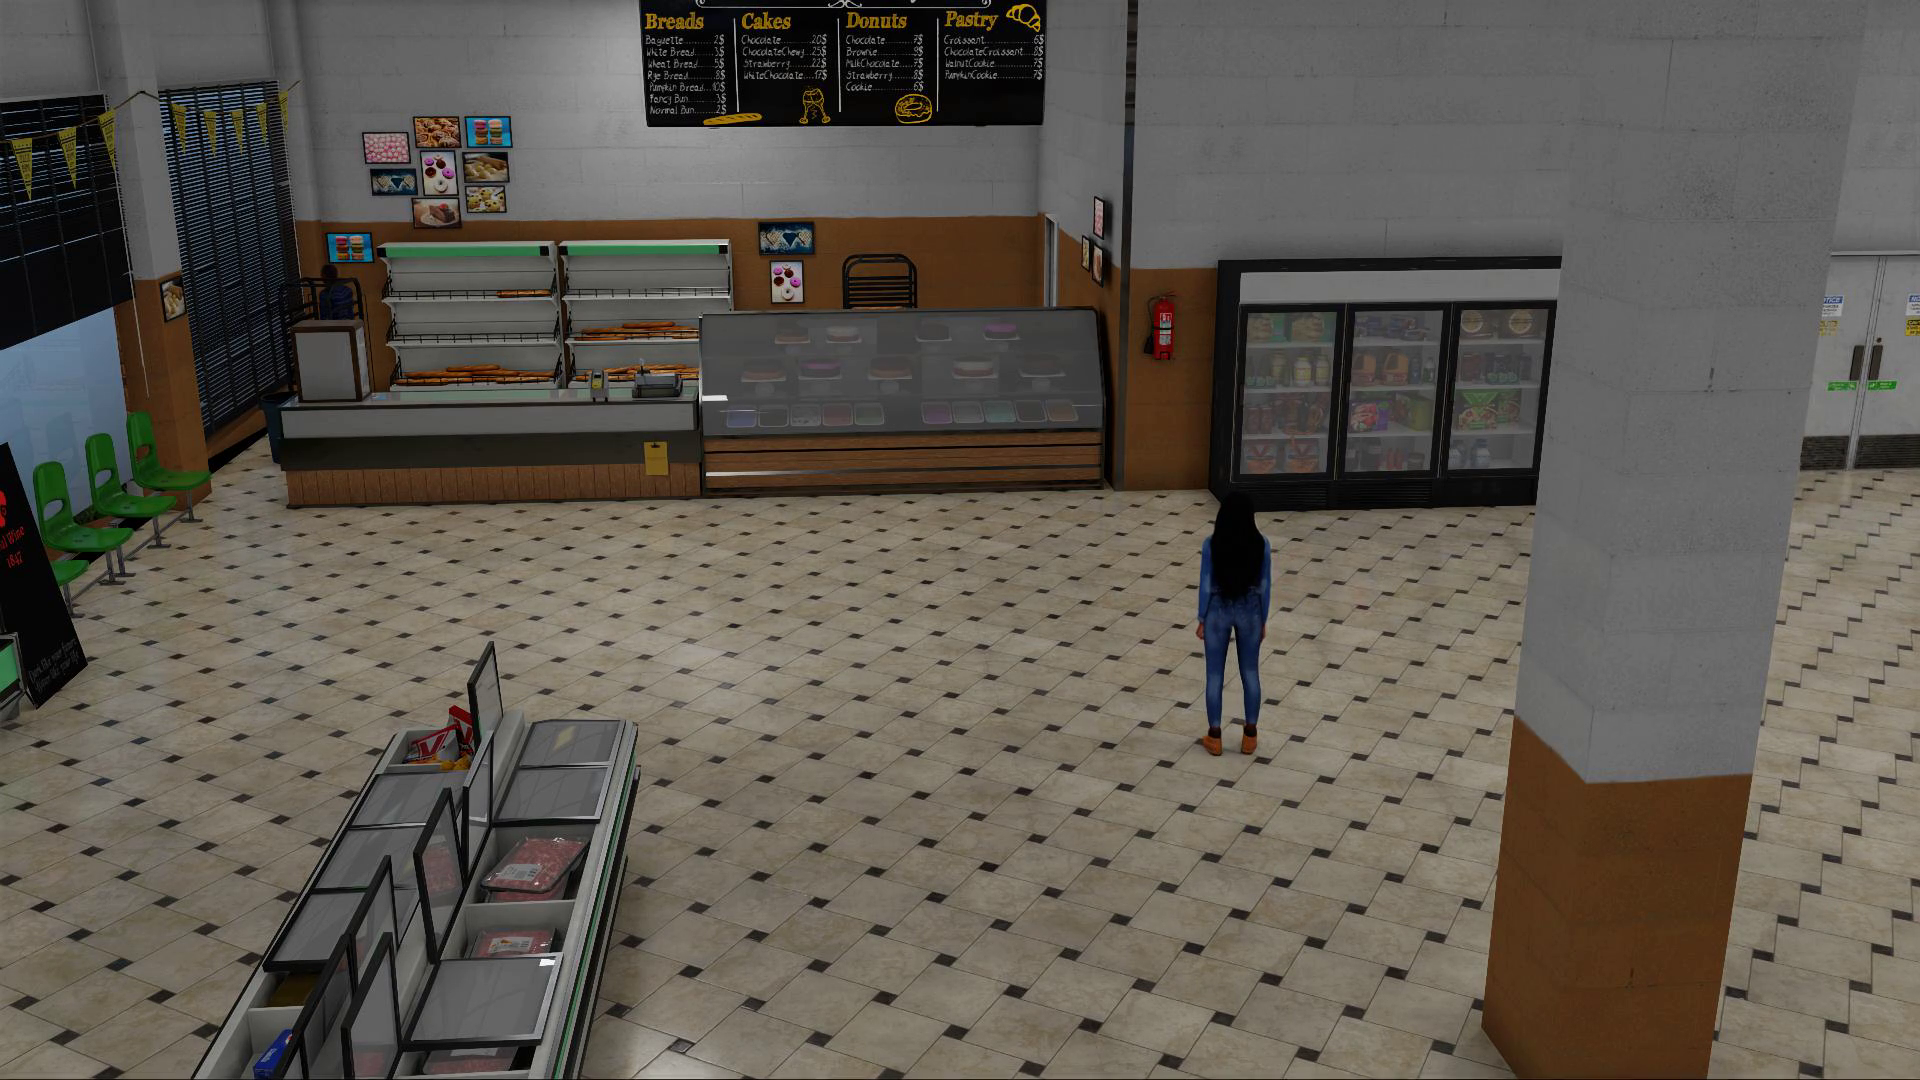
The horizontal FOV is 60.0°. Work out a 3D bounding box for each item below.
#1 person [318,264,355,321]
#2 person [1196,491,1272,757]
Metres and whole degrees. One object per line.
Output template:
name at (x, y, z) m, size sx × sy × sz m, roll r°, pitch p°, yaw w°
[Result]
person at (-7.396, -2.365, 19.752) m, size 0.831 × 1.823 × 0.702 m, roll 6°, pitch 18°, yaw 20°
person at (1.715, 0.522, 10.435) m, size 0.626 × 1.712 × 0.554 m, roll 1°, pitch 17°, yaw 2°
